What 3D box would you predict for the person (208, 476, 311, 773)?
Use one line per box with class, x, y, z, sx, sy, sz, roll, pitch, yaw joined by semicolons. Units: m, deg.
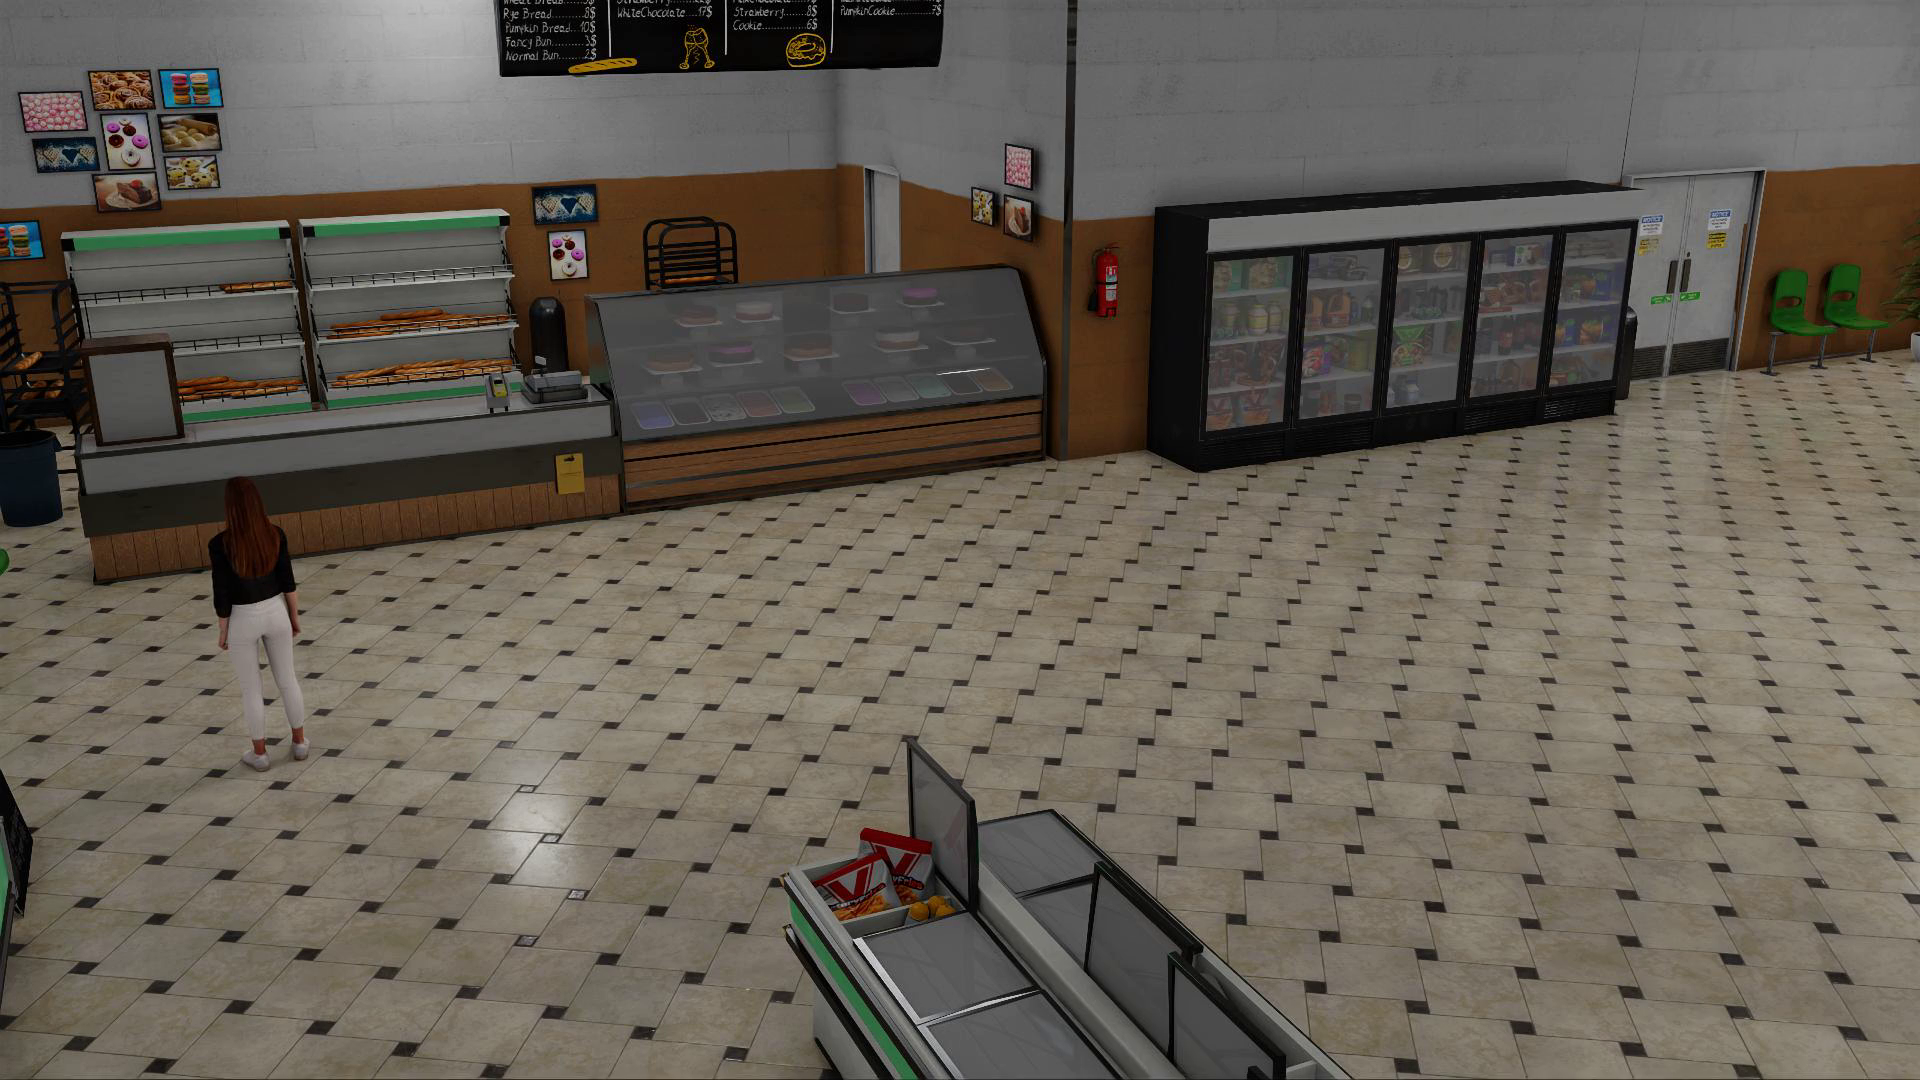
person;-3.943;0.461;9.341;0.652;1.704;0.597;-14;23;-36
